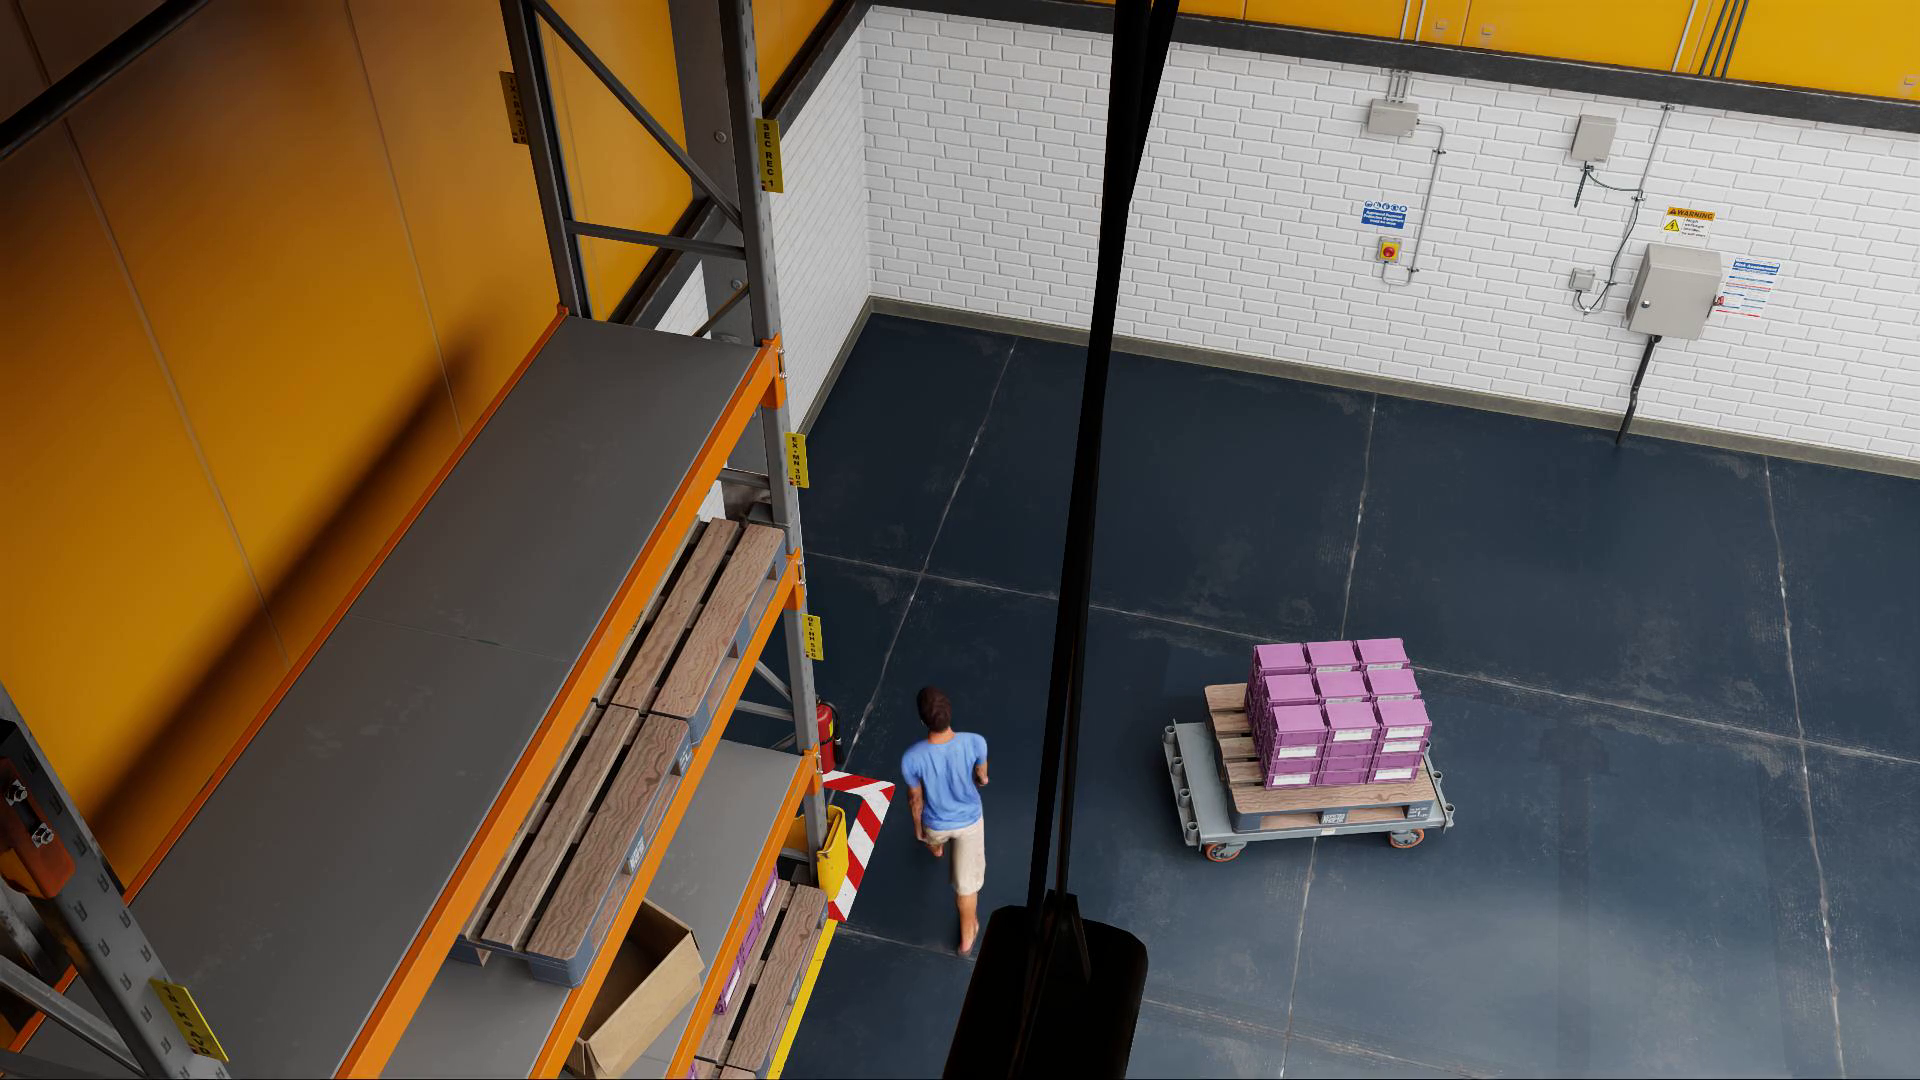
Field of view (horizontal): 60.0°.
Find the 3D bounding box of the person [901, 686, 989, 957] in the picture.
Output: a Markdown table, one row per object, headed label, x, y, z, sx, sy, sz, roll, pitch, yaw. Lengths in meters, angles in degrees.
| label | x | y | z | sx | sy | sz | roll | pitch | yaw |
| --- | --- | --- | --- | --- | --- | --- | --- | --- | --- |
| person | -0.044 | 1.629 | 9.257 | 0.925 | 1.809 | 1.269 | -1 | 44 | -1 |
